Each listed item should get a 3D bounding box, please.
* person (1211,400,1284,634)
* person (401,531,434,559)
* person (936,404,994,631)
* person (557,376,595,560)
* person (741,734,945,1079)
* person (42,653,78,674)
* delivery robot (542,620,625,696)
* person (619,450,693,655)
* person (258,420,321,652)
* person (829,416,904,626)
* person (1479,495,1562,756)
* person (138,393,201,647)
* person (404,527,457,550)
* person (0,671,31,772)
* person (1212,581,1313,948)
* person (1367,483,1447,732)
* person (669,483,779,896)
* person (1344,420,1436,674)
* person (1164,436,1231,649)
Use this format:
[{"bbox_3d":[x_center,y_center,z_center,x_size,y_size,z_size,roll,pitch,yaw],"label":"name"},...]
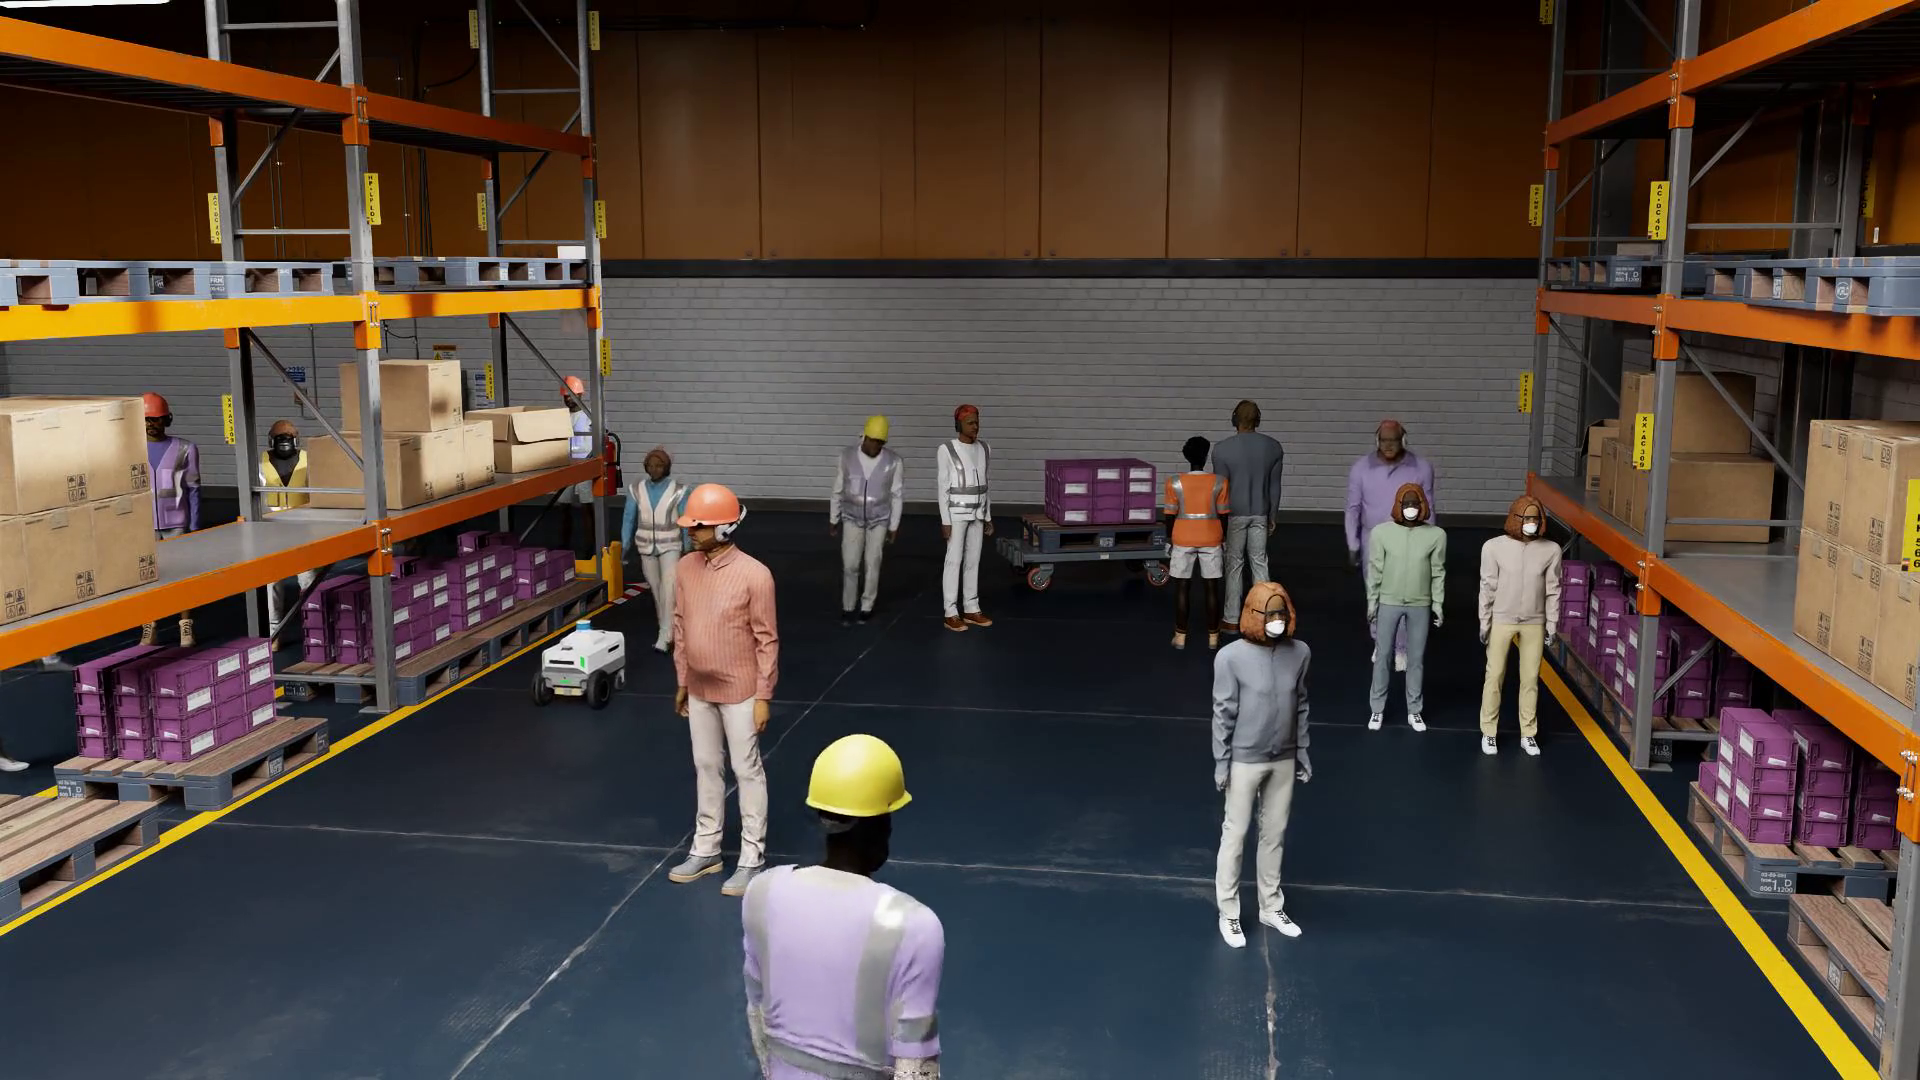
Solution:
[{"bbox_3d":[2.344,-0.187,13.718,0.632,1.940,0.372,-3,10,-17],"label":"person"},{"bbox_3d":[-5.079,-0.481,15.323,0.636,2.017,0.837,3,10,20],"label":"person"},{"bbox_3d":[0.054,-0.189,13.905,0.355,1.883,0.575,9,13,44],"label":"person"},{"bbox_3d":[-3.904,-0.697,16.868,0.548,1.936,0.372,1,9,3],"label":"person"},{"bbox_3d":[-0.290,1.401,4.119,0.604,1.877,0.984,5,11,29],"label":"person"},{"bbox_3d":[-6.937,0.142,12.288,0.594,1.733,0.554,-7,12,-38],"label":"person"},{"bbox_3d":[-2.616,0.802,11.584,0.477,0.478,0.707,2,9,13],"label":"delivery robot"},{"bbox_3d":[-2.386,0.095,13.052,0.528,1.590,0.872,1,9,9],"label":"person"},{"bbox_3d":[-5.288,-0.032,13.108,0.621,1.835,0.430,-4,10,-22],"label":"person"},{"bbox_3d":[-0.792,-0.151,13.963,0.642,1.788,0.570,0,9,0],"label":"person"},{"bbox_3d":[3.449,0.535,10.279,0.496,1.613,0.277,1,9,4],"label":"person"},{"bbox_3d":[-6.290,-0.138,13.094,0.608,2.044,0.370,-3,10,-18],"label":"person"},{"bbox_3d":[-5.158,-0.456,16.200,0.530,1.672,0.781,8,12,41],"label":"person"},{"bbox_3d":[-5.743,0.475,9.706,0.403,1.919,0.587,2,9,12],"label":"person"},{"bbox_3d":[1.349,0.989,7.411,0.507,1.629,0.270,-4,10,-24],"label":"person"},{"bbox_3d":[2.894,0.435,10.815,0.498,1.634,0.281,1,9,9],"label":"person"},{"bbox_3d":[-1.149,0.711,8.012,0.613,1.991,0.391,6,11,34],"label":"person"},{"bbox_3d":[3.201,0.051,12.437,0.653,1.874,0.846,3,10,19],"label":"person"},{"bbox_3d":[1.870,0.026,13.150,0.529,1.694,0.321,0,9,2],"label":"person"}]
